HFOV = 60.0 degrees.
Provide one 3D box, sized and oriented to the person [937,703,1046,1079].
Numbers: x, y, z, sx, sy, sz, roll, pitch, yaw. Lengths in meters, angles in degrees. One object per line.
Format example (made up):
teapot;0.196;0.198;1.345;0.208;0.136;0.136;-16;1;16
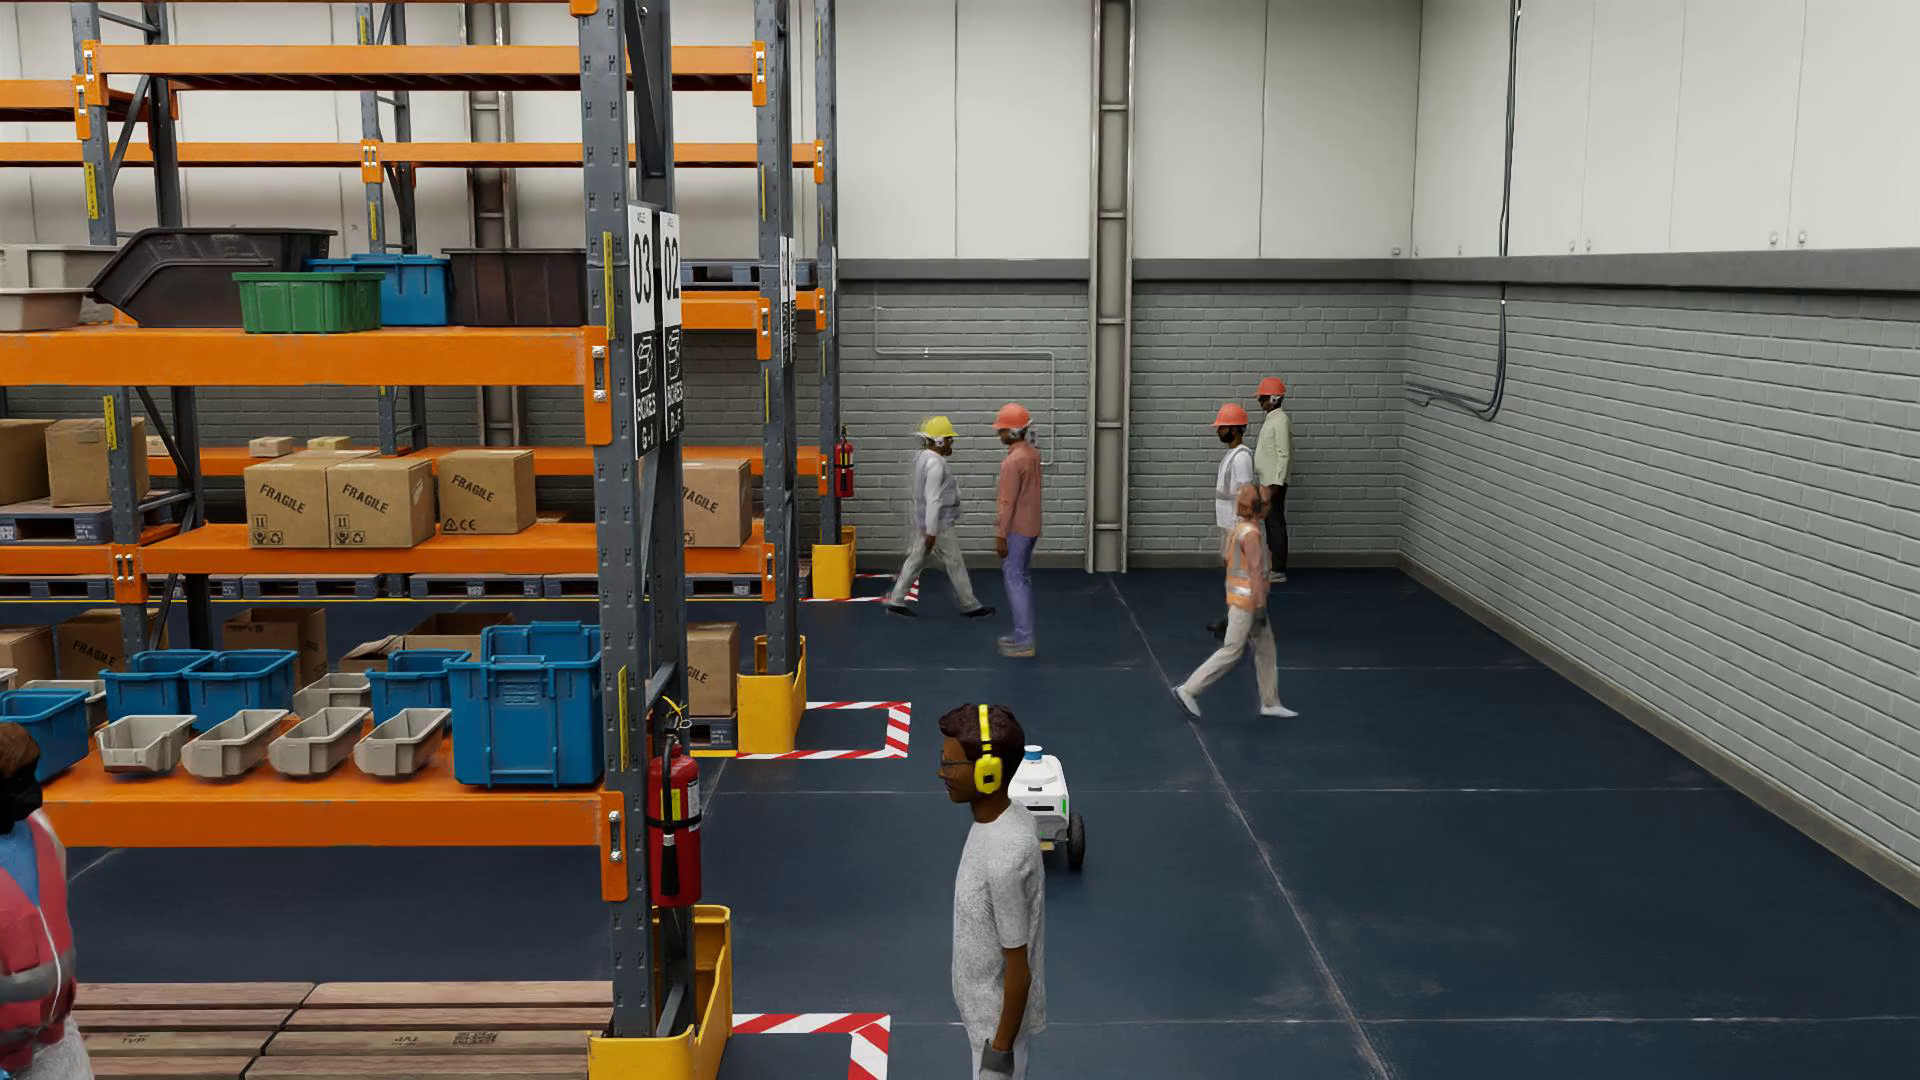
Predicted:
person;0.080;1.360;4.620;0.312;1.865;0.537;0;9;-1

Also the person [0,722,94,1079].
person;-2.620;1.392;4.649;0.966;1.790;0.631;1;9;8

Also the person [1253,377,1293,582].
person;3.025;-0.587;16.159;0.388;1.992;0.625;0;9;-1

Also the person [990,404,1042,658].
person;0.447;-0.079;13.108;0.405;1.981;0.635;3;10;19

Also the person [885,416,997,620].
person;-0.202;-0.176;14.310;0.953;1.793;0.592;-2;9;-13

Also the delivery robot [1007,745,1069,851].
delivery robot;0.375;1.312;8.640;0.477;0.478;0.707;0;9;-1

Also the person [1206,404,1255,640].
person;2.223;-0.150;13.658;0.364;1.935;0.553;0;9;-1

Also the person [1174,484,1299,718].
person;1.865;0.420;11.161;0.790;1.606;0.516;2;9;10
